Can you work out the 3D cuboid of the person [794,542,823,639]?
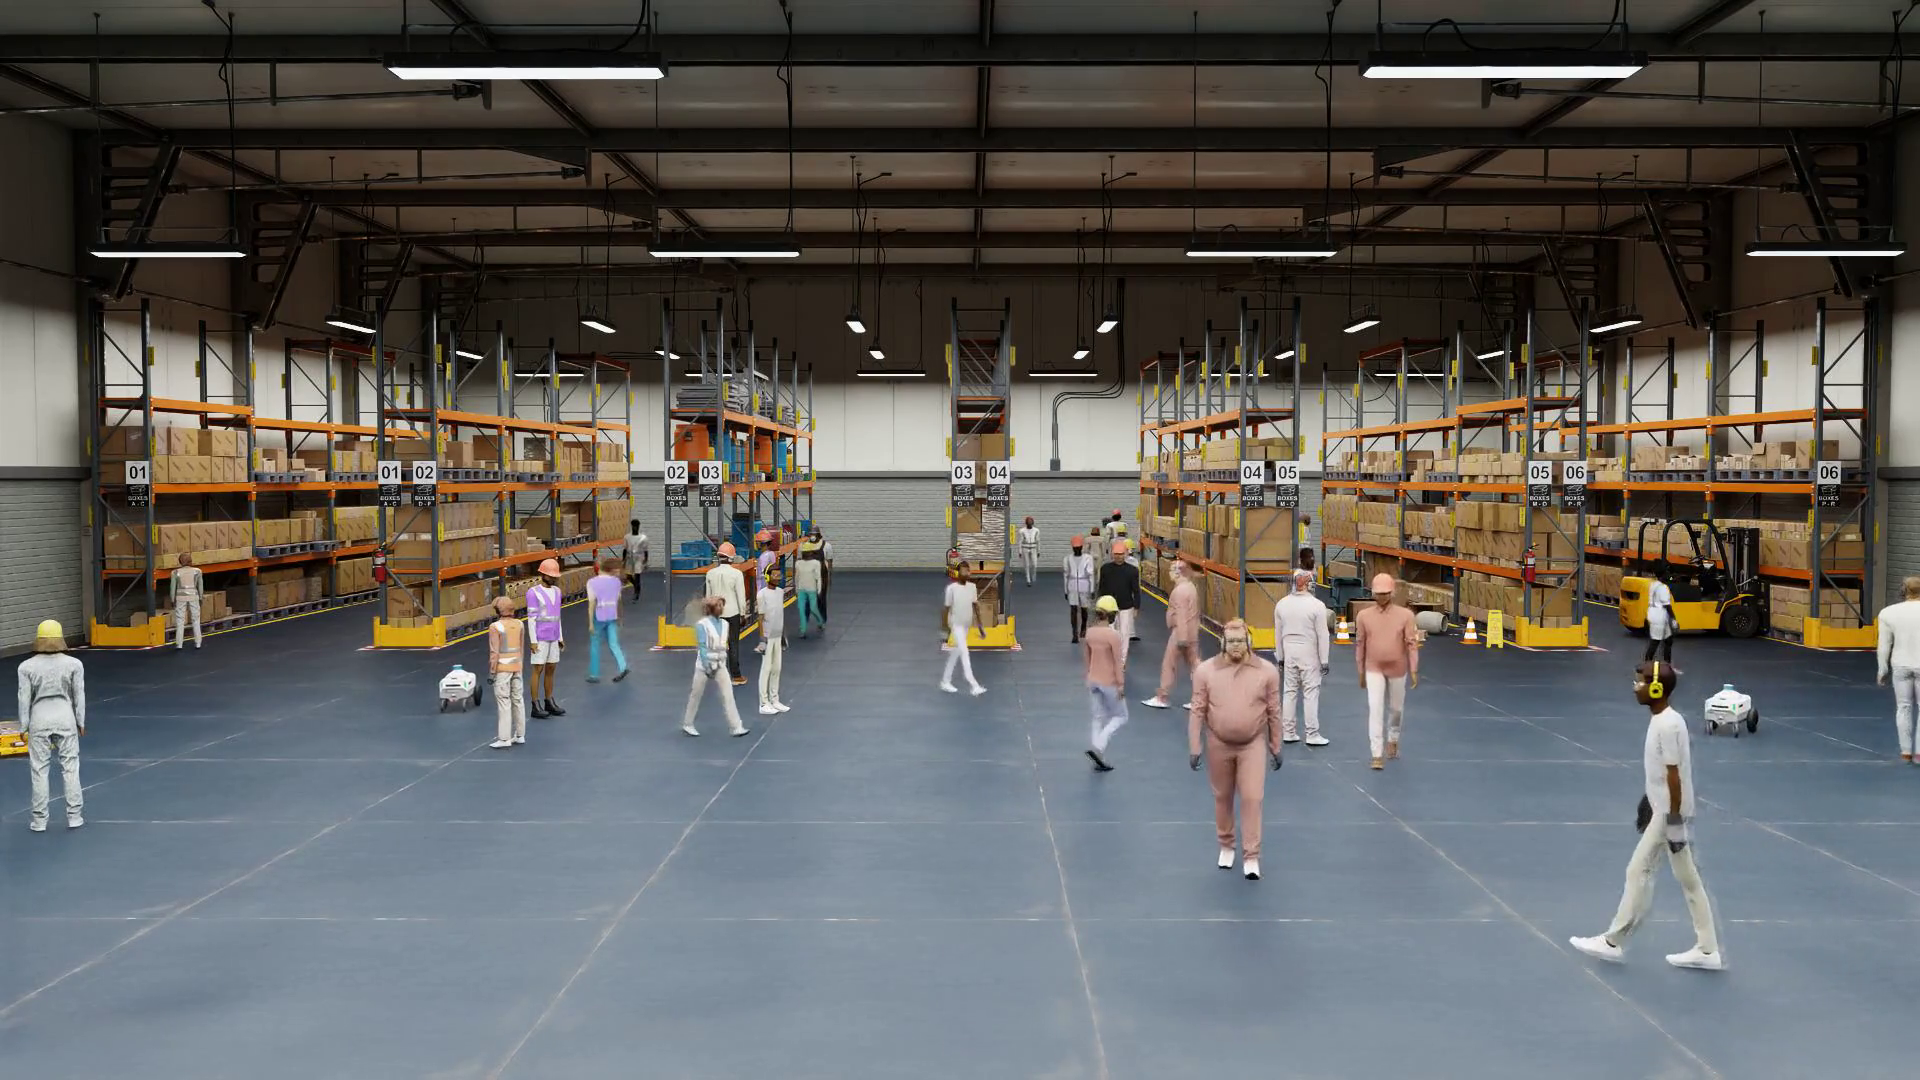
[{"bbox_3d":[-2.747,0.899,29.426,0.529,1.749,0.641,1,2,20],"label":"person"}]

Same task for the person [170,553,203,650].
[{"bbox_3d":[-13.095,1.039,27.344,0.517,1.634,0.311,-1,3,-31],"label":"person"}]

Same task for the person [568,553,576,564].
[{"bbox_3d":[-11.241,0.177,46.546,0.403,1.830,0.587,0,2,-7],"label":"person"}]

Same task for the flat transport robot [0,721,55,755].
[{"bbox_3d":[-10.348,2.125,17.370,1.431,0.197,0.652,2,3,42],"label":"flat transport robot"}]

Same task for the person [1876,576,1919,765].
[{"bbox_3d":[9.754,1.332,16.491,0.679,1.925,0.455,2,3,37],"label":"person"}]

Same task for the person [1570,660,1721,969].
[{"bbox_3d":[4.142,1.640,9.730,0.917,1.825,0.542,1,3,27],"label":"person"}]

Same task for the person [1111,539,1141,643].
[{"bbox_3d":[2.954,0.892,28.542,0.600,1.827,0.403,2,3,42],"label":"person"}]

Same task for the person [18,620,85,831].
[{"bbox_3d":[-7.570,1.535,13.461,0.492,1.740,0.325,-2,3,-34],"label":"person"}]

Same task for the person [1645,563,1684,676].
[{"bbox_3d":[10.245,1.173,23.408,0.684,1.670,0.540,1,2,15],"label":"person"}]

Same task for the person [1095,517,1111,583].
[{"bbox_3d":[4.089,0.272,44.348,0.810,1.812,0.624,-1,2,-17],"label":"person"}]

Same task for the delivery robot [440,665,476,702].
[{"bbox_3d":[-6.335,1.820,20.372,0.477,0.478,0.707,0,2,-8],"label":"delivery robot"}]

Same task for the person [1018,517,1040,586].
[{"bbox_3d":[1.846,0.316,42.702,0.597,1.853,0.779,0,2,-7],"label":"person"}]

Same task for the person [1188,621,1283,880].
[{"bbox_3d":[2.015,1.537,11.859,0.684,1.862,0.948,1,2,13],"label":"person"}]

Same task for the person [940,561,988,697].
[{"bbox_3d":[0.033,1.178,21.732,0.501,1.809,1.029,-2,3,-43],"label":"person"}]

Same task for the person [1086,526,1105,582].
[{"bbox_3d":[3.511,0.460,41.854,0.500,1.633,0.286,0,2,9],"label":"person"}]

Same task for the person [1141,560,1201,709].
[{"bbox_3d":[2.707,1.198,20.353,0.900,1.866,0.670,1,2,22],"label":"person"}]

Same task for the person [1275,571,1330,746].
[{"bbox_3d":[3.776,1.286,17.704,0.652,1.904,0.403,2,3,45],"label":"person"}]

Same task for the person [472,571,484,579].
[{"bbox_3d":[-12.111,0.370,40.665,0.627,1.921,0.802,0,2,-4],"label":"person"}]

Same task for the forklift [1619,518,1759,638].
[{"bbox_3d":[13.417,0.684,29.791,2.313,2.155,1.214,0,2,0],"label":"forklift"}]

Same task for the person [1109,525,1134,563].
[{"bbox_3d":[3.779,0.543,37.734,0.595,1.801,0.895,0,2,3],"label":"person"}]

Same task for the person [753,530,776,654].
[{"bbox_3d":[-3.249,0.854,26.831,0.378,2.045,0.605,0,2,6],"label":"person"}]

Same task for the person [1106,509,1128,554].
[{"bbox_3d":[4.240,0.182,43.772,0.611,2.042,0.396,0,2,-12],"label":"person"}]

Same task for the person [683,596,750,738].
[{"bbox_3d":[-2.776,1.424,18.115,0.896,1.592,0.509,2,3,40],"label":"person"}]

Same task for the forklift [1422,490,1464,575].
[{"bbox_3d":[13.926,-0.371,47.846,1.873,2.768,1.129,0,2,0],"label":"forklift"}]

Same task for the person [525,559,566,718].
[{"bbox_3d":[-5.044,1.193,19.755,0.372,1.928,0.543,1,3,29],"label":"person"}]

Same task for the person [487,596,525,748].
[{"bbox_3d":[-4.910,1.427,17.478,0.314,1.636,0.517,1,3,26],"label":"person"}]

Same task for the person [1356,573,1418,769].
[{"bbox_3d":[4.369,1.308,16.538,0.611,1.970,0.939,1,2,15],"label":"person"}]

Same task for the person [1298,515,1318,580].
[{"bbox_3d":[9.791,0.212,45.597,0.983,1.830,0.593,0,2,10],"label":"person"}]

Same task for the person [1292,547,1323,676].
[{"bbox_3d":[5.023,1.049,23.772,0.650,1.897,0.604,1,2,24],"label":"person"}]

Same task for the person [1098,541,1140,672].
[{"bbox_3d":[2.350,0.998,24.016,0.653,1.973,0.628,1,2,15],"label":"person"}]

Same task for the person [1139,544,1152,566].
[{"bbox_3d":[5.127,0.209,45.116,0.855,1.888,0.617,1,2,21],"label":"person"}]

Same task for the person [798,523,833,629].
[{"bbox_3d":[-2.793,0.715,30.920,0.687,2.000,0.535,0,2,5],"label":"person"}]

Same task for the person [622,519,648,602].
[{"bbox_3d":[-7.567,0.468,37.708,0.634,1.949,0.632,0,2,11],"label":"person"}]

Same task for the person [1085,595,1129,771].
[{"bbox_3d":[1.434,1.424,16.028,0.406,1.750,0.538,-2,3,-37],"label":"person"}]

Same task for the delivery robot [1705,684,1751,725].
[{"bbox_3d":[8.779,1.896,18.451,0.477,0.478,0.707,2,3,39],"label":"delivery robot"}]

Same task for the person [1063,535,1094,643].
[{"bbox_3d":[2.123,0.852,28.774,0.560,1.903,0.927,0,2,8],"label":"person"}]

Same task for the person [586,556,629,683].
[{"bbox_3d":[-4.977,1.136,22.825,0.595,1.808,0.845,-2,3,-42],"label":"person"}]

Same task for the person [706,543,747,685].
[{"bbox_3d":[-3.289,1.040,22.778,0.612,1.995,0.376,1,2,20],"label":"person"}]

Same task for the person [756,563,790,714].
[{"bbox_3d":[-2.323,1.217,20.042,0.329,1.865,0.516,1,3,30],"label":"person"}]
